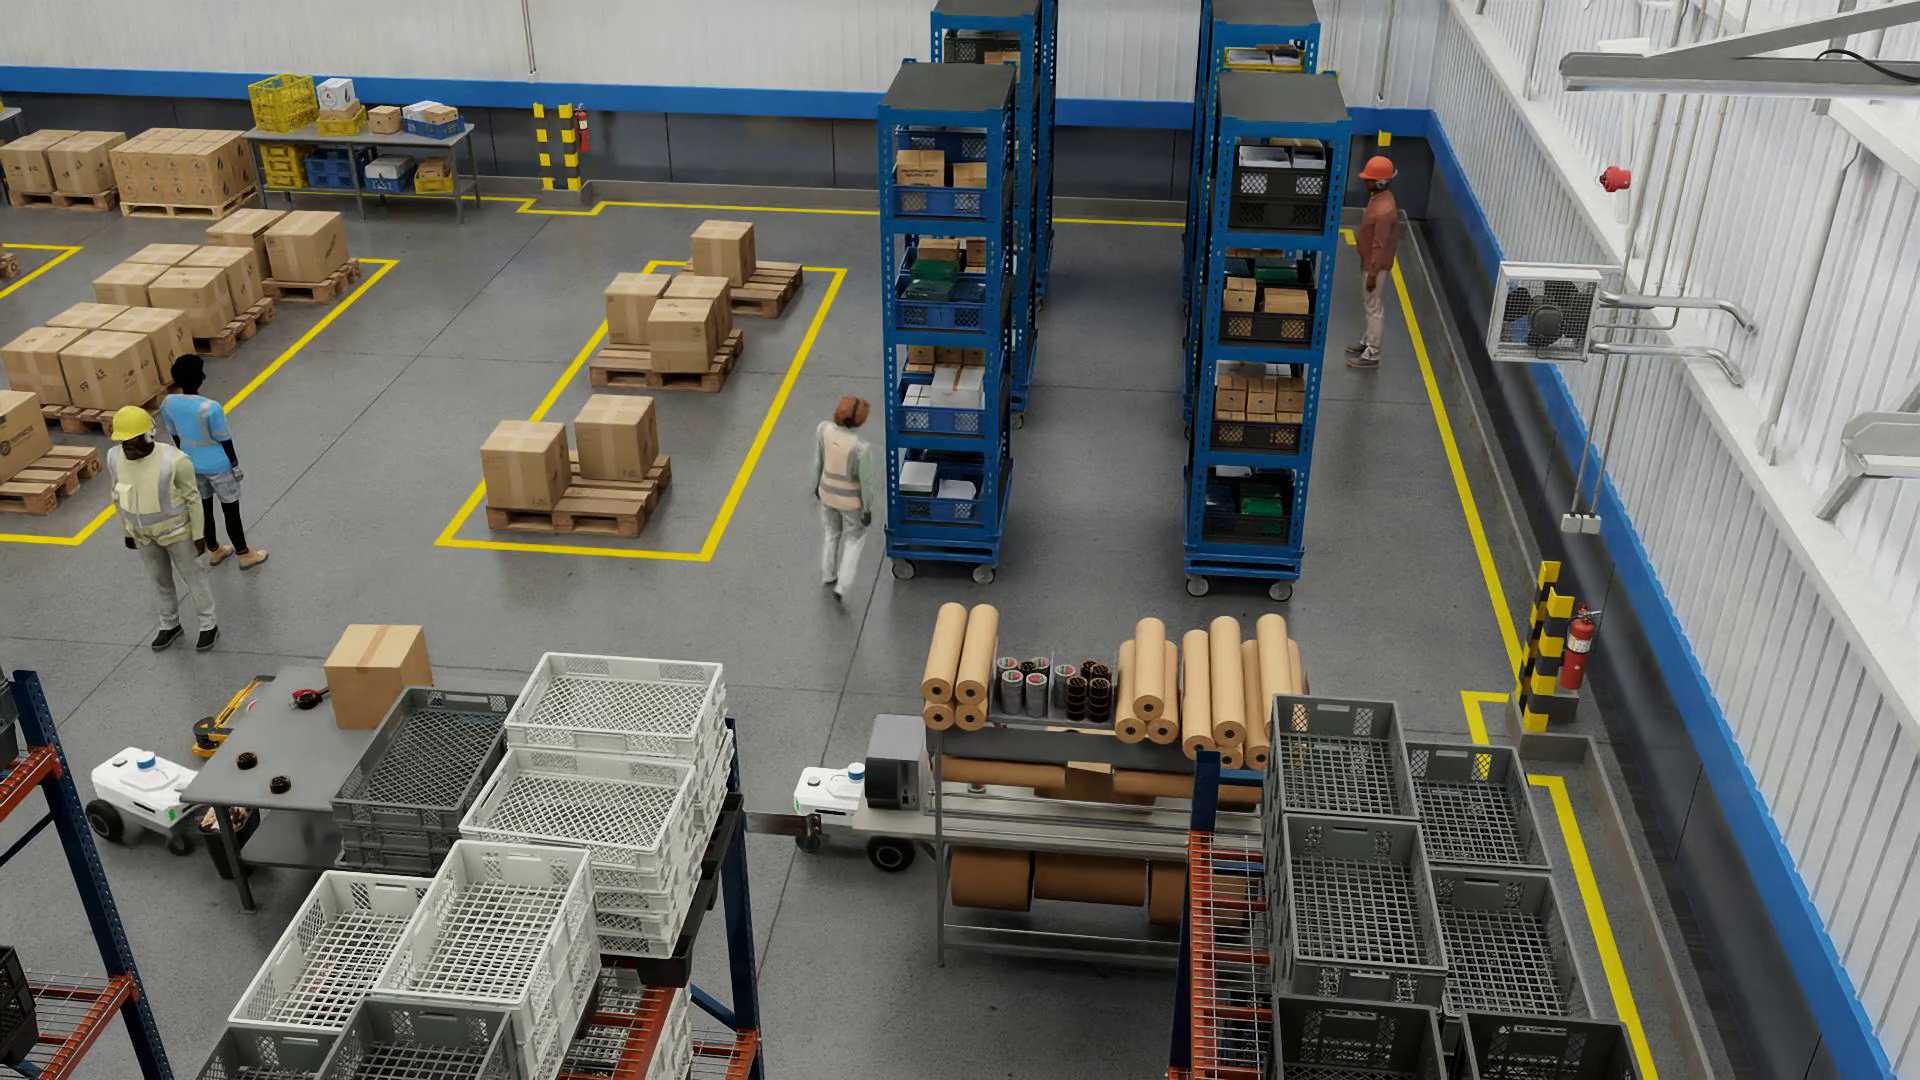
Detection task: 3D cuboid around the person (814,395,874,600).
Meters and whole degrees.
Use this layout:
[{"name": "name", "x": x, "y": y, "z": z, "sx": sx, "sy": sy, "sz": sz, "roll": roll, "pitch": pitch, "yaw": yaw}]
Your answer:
[{"name": "person", "x": -0.836, "y": -0.299, "z": 11.832, "sx": 0.559, "sy": 1.613, "sz": 0.508, "roll": 19, "pitch": 35, "yaw": 29}]

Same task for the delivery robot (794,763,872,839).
[{"name": "delivery robot", "x": -0.596, "y": 1.515, "z": 9.673, "sx": 0.707, "sy": 0.478, "sz": 0.477, "roll": 5, "pitch": 31, "yaw": 8}]

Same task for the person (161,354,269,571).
[{"name": "person", "x": -5.503, "y": -0.562, "z": 12.205, "sx": 0.532, "sy": 1.694, "sz": 0.319, "roll": 9, "pitch": 31, "yaw": 15}]

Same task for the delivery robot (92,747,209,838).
[{"name": "delivery robot", "x": -4.727, "y": 1.463, "z": 9.763, "sx": 0.707, "sy": 0.478, "sz": 0.477, "roll": 15, "pitch": 33, "yaw": 23}]

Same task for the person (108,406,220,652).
[{"name": "person", "x": -5.395, "y": -0.073, "z": 11.228, "sx": 0.586, "sy": 1.835, "sz": 0.404, "roll": 3, "pitch": 30, "yaw": 5}]

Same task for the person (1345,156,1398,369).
[{"name": "person", "x": 3.797, "y": -2.571, "z": 15.376, "sx": 0.414, "sy": 1.984, "sz": 0.613, "roll": 4, "pitch": 31, "yaw": 8}]
